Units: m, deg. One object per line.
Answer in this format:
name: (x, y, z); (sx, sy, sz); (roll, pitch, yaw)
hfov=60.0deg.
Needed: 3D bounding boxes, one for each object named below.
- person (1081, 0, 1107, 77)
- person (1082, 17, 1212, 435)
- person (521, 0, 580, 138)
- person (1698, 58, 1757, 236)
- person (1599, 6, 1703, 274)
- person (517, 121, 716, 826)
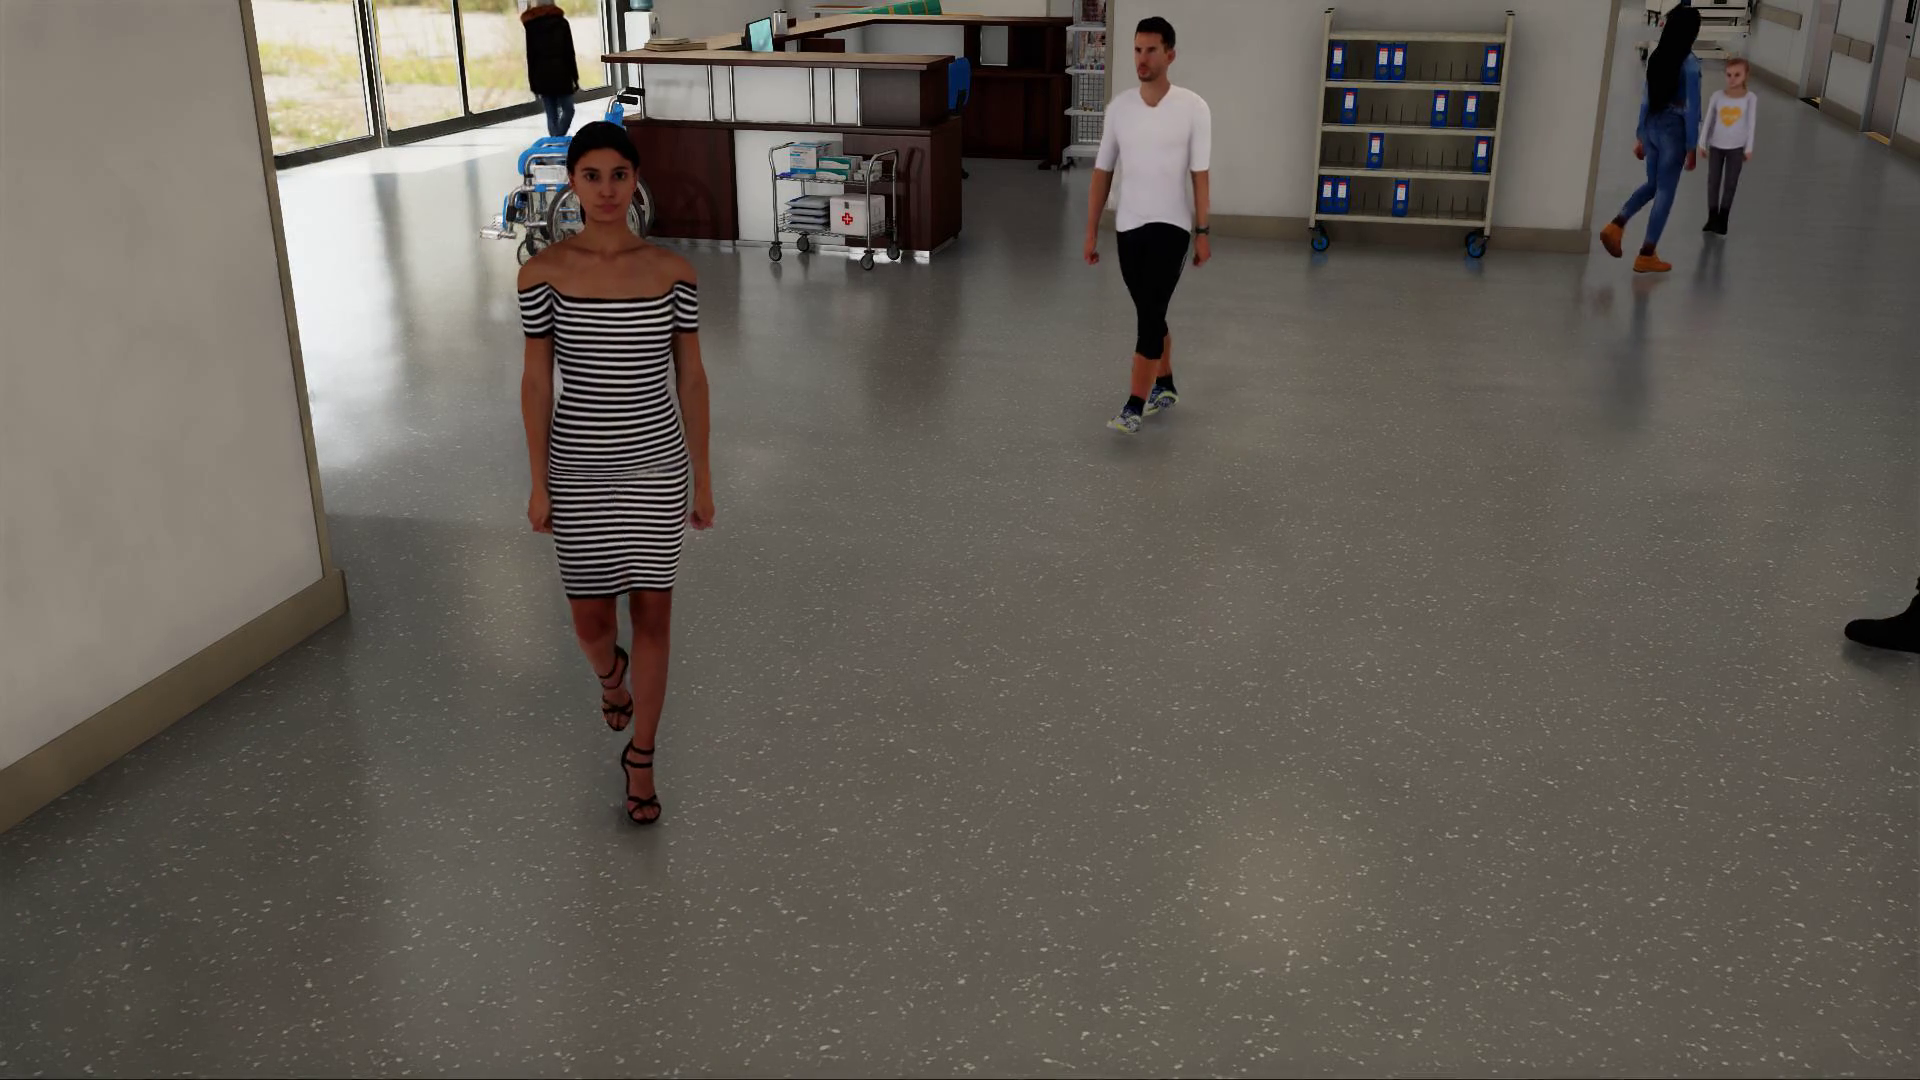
person: (1.823, -7.634, 24.111); (0.824, 1.752, 0.786); (10, 23, 24)
person: (0.918, -1.425, 7.623); (1.087, 1.819, 0.922); (11, 23, 27)
person: (-3.774, -4.274, 15.420); (0.842, 1.625, 0.814); (0, 21, 0)
person: (5.723, -2.931, 12.380); (0.636, 1.265, 0.663); (13, 24, 31)
person: (4.506, -2.578, 10.839); (0.888, 1.699, 0.797); (-5, 21, -14)
person: (-0.885, -0.156, 4.282); (0.808, 1.813, 0.859); (-7, 22, -17)
